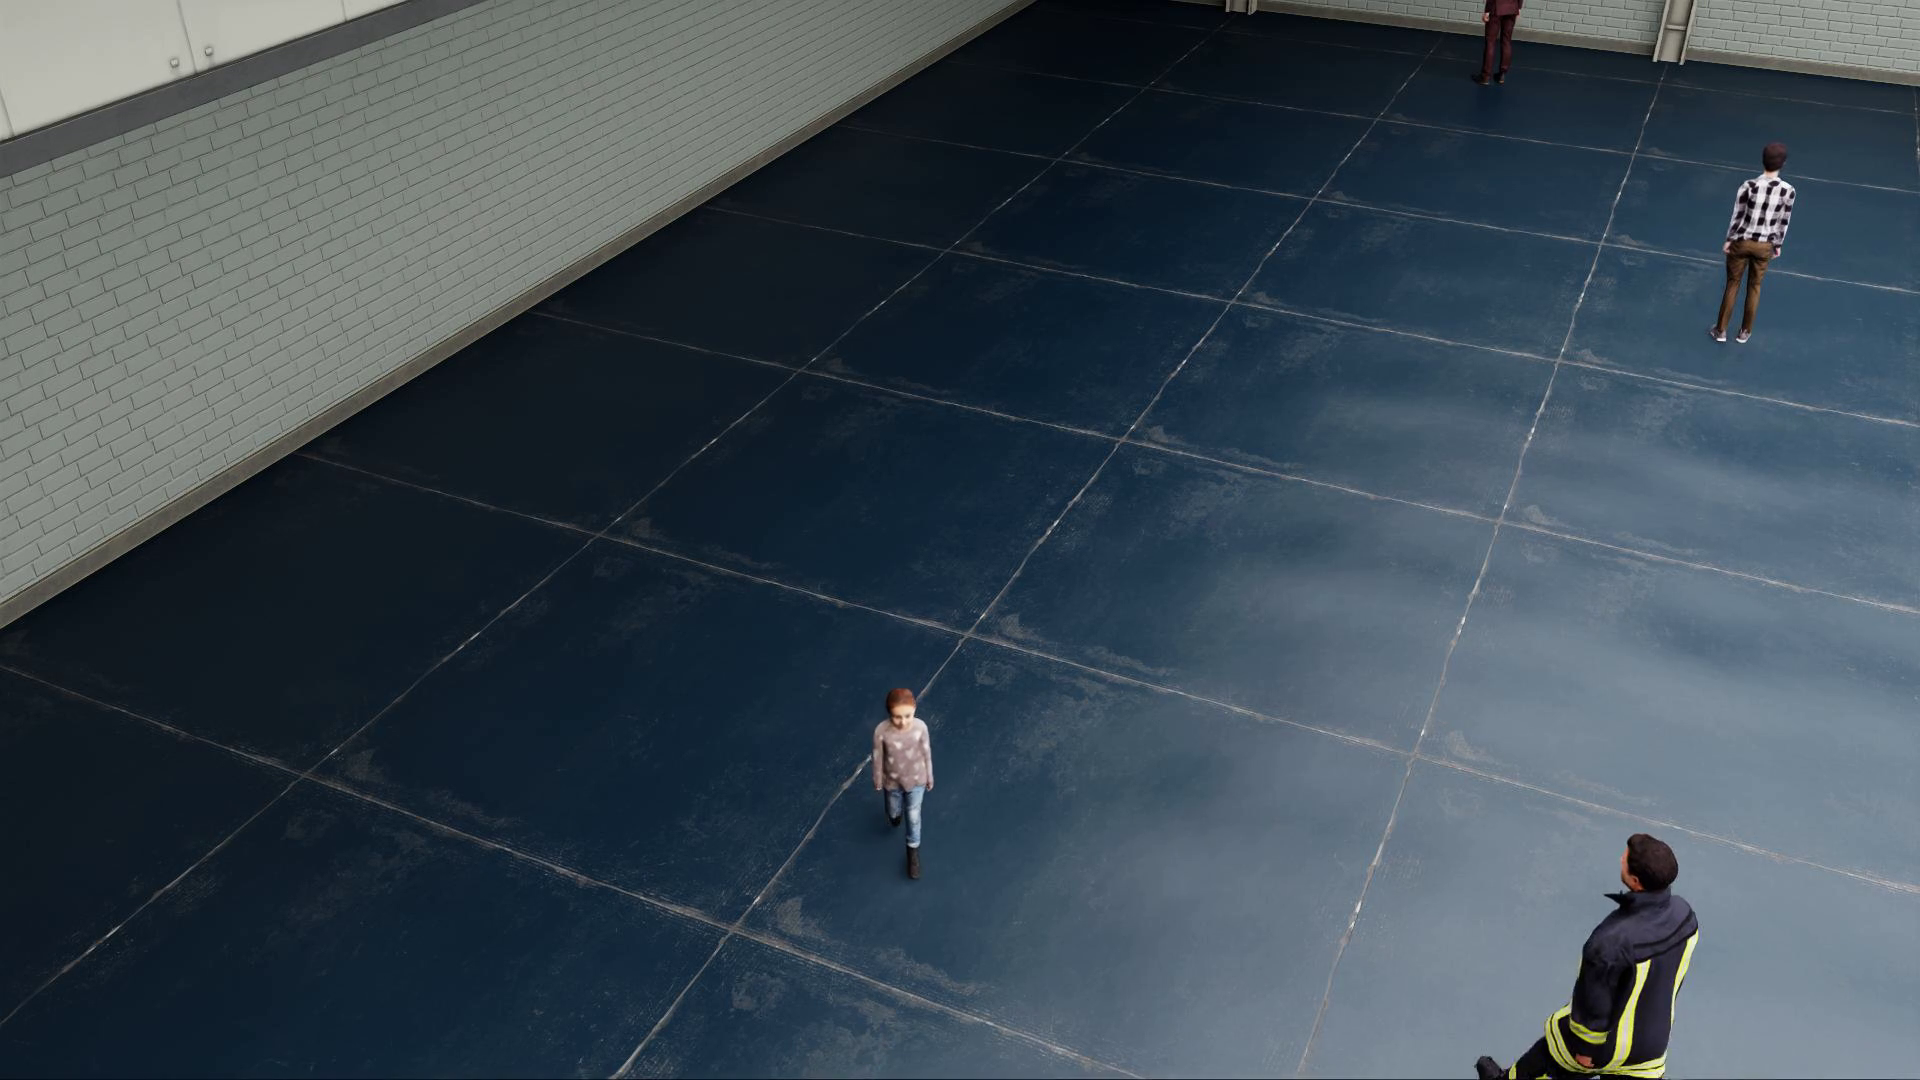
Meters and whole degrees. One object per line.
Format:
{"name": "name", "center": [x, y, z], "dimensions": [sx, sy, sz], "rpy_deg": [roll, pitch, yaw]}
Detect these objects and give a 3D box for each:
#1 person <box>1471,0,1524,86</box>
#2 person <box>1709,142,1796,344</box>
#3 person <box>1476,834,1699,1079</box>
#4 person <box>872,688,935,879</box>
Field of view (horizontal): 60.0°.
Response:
{"name": "person", "center": [6.923, -6.766, 21.194], "dimensions": [0.754, 1.863, 0.841], "rpy_deg": [-7, 33, -11]}
{"name": "person", "center": [6.995, -2.616, 14.668], "dimensions": [0.523, 1.807, 0.725], "rpy_deg": [8, 33, 12]}
{"name": "person", "center": [2.880, 2.109, 7.098], "dimensions": [1.166, 1.892, 1.260], "rpy_deg": [-14, 35, -21]}
{"name": "person", "center": [-0.313, 1.263, 9.103], "dimensions": [0.766, 1.184, 0.756], "rpy_deg": [-3, 32, -5]}
